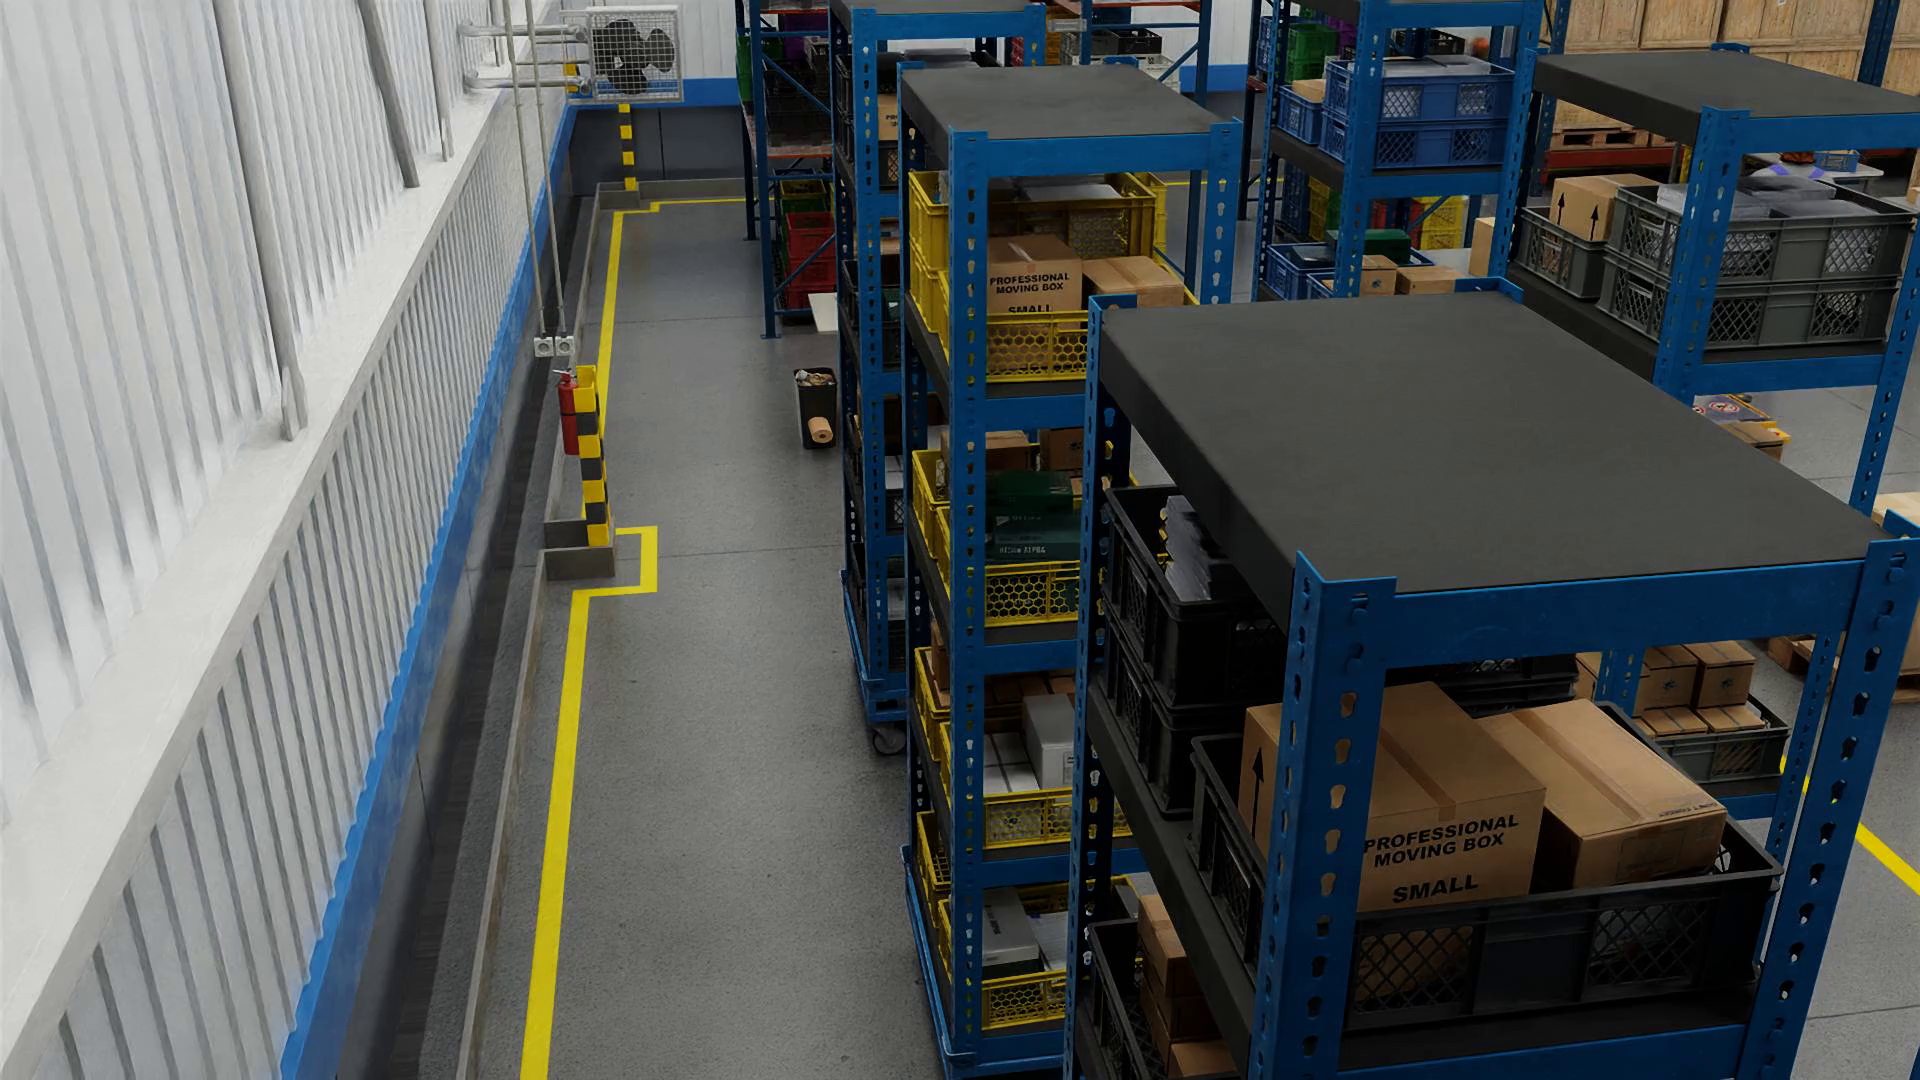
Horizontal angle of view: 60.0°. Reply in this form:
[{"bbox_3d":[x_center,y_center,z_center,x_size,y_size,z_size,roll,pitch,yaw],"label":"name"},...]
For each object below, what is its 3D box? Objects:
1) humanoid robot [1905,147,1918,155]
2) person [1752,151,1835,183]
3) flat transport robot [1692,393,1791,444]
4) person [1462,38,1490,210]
[{"bbox_3d":[10.642,-4.381,18.146,0.529,1.650,0.585,-15,29,-29],"label":"humanoid robot"},{"bbox_3d":[6.459,-2.309,13.201,0.679,2.000,0.536,3,25,6],"label":"person"},{"bbox_3d":[5.224,-0.859,12.132,1.431,0.197,0.652,-4,25,-8],"label":"flat transport robot"},{"bbox_3d":[5.710,-4.562,18.312,0.601,1.858,0.510,-20,31,-37],"label":"person"}]
